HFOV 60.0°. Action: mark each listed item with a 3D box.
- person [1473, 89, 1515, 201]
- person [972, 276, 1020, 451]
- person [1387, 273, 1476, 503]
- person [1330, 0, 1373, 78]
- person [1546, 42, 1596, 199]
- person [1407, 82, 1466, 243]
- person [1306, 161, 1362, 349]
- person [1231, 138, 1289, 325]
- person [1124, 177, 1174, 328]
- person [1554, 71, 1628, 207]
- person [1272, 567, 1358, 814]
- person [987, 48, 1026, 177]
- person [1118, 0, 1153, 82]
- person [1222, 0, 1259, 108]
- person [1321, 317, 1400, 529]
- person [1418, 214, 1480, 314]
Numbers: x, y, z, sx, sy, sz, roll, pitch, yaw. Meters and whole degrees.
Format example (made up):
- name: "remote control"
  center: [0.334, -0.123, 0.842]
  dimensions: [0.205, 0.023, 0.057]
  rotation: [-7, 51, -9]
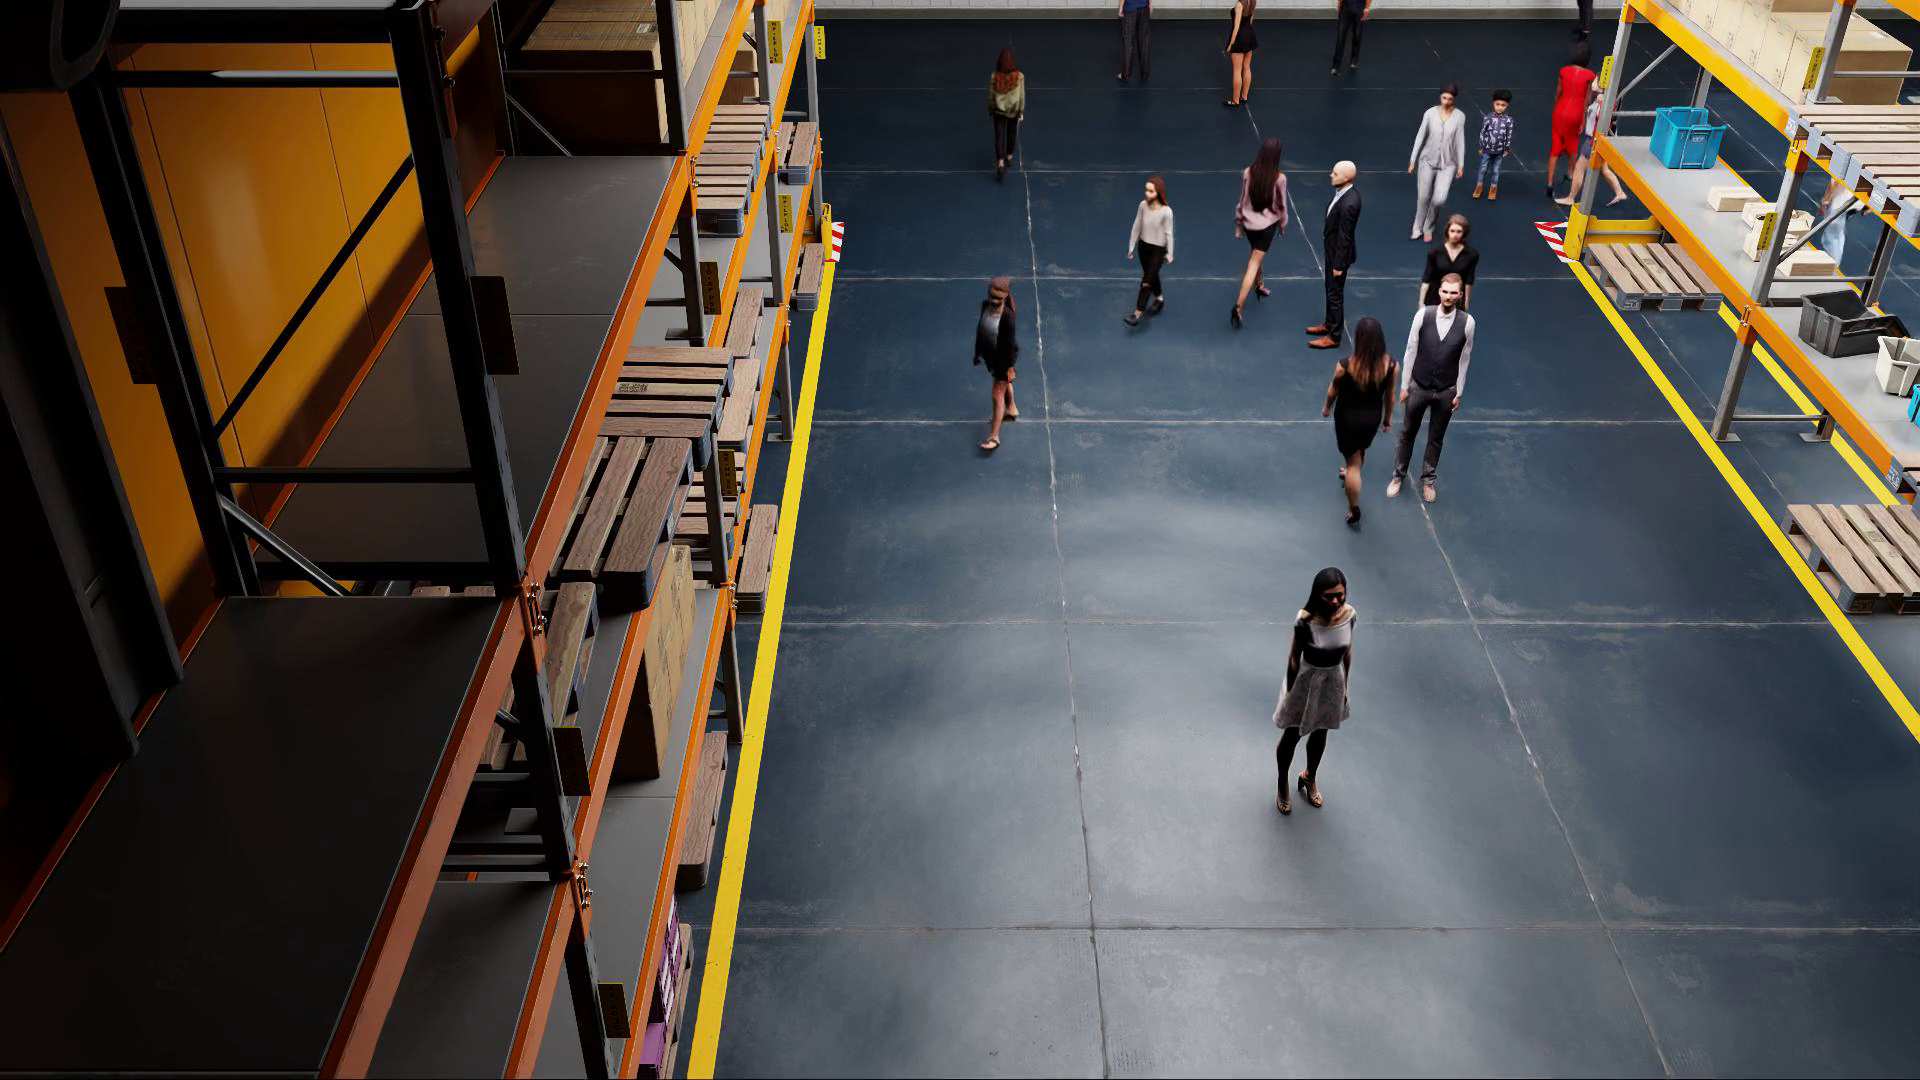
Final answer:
- name: "person"
  center: [6.011, -4.447, 18.698]
  dimensions: [0.536, 1.248, 0.550]
  rotation: [9, 35, 13]
- name: "person"
  center: [0.366, -1.579, 14.146]
  dimensions: [1.029, 1.509, 0.990]
  rotation: [-20, 39, -28]
- name: "person"
  center: [3.762, -1.233, 13.238]
  dimensions: [0.712, 1.938, 0.661]
  rotation: [9, 35, 13]
- name: "person"
  center: [5.306, -7.131, 22.302]
  dimensions: [0.947, 1.728, 1.249]
  rotation: [13, 36, 18]
- name: "person"
  center: [6.769, -4.669, 18.603]
  dimensions: [0.872, 1.722, 1.033]
  rotation: [19, 38, 26]
- name: "person"
  center: [5.056, -4.000, 17.570]
  dimensions: [0.823, 1.752, 0.822]
  rotation: [14, 36, 20]
- name: "person"
  center: [3.542, -2.684, 15.548]
  dimensions: [0.743, 1.798, 0.518]
  rotation: [2, 34, 2]
- name: "person"
  center: [2.830, -2.909, 15.922]
  dimensions: [1.014, 1.759, 1.150]
  rotation: [21, 39, 28]
- name: "person"
  center: [1.884, -2.807, 16.057]
  dimensions: [0.938, 1.439, 1.038]
  rotation: [24, 40, 31]
- name: "person"
  center: [7.114, -4.380, 18.344]
  dimensions: [0.864, 1.529, 0.993]
  rotation: [12, 35, 17]
- name: "person"
  center: [2.163, 0.918, 10.149]
  dimensions: [0.713, 1.775, 0.715]
  rotation: [-8, 34, -12]
- name: "person"
  center: [0.526, -4.918, 19.227]
  dimensions: [0.601, 1.447, 0.959]
  rotation: [1, 34, 1]
- name: "person"
  center: [2.339, -7.056, 22.060]
  dimensions: [0.715, 1.871, 0.636]
  rotation: [-9, 35, -13]
- name: "person"
  center: [3.597, -6.380, 21.223]
  dimensions: [0.738, 1.672, 0.674]
  rotation: [27, 42, 35]
- name: "person"
  center: [3.118, -0.862, 12.917]
  dimensions: [0.697, 1.675, 1.003]
  rotation: [-3, 34, -4]
- name: "person"
  center: [4.311, -2.134, 14.825]
  dimensions: [0.722, 1.683, 0.902]
  rotation: [8, 35, 12]
